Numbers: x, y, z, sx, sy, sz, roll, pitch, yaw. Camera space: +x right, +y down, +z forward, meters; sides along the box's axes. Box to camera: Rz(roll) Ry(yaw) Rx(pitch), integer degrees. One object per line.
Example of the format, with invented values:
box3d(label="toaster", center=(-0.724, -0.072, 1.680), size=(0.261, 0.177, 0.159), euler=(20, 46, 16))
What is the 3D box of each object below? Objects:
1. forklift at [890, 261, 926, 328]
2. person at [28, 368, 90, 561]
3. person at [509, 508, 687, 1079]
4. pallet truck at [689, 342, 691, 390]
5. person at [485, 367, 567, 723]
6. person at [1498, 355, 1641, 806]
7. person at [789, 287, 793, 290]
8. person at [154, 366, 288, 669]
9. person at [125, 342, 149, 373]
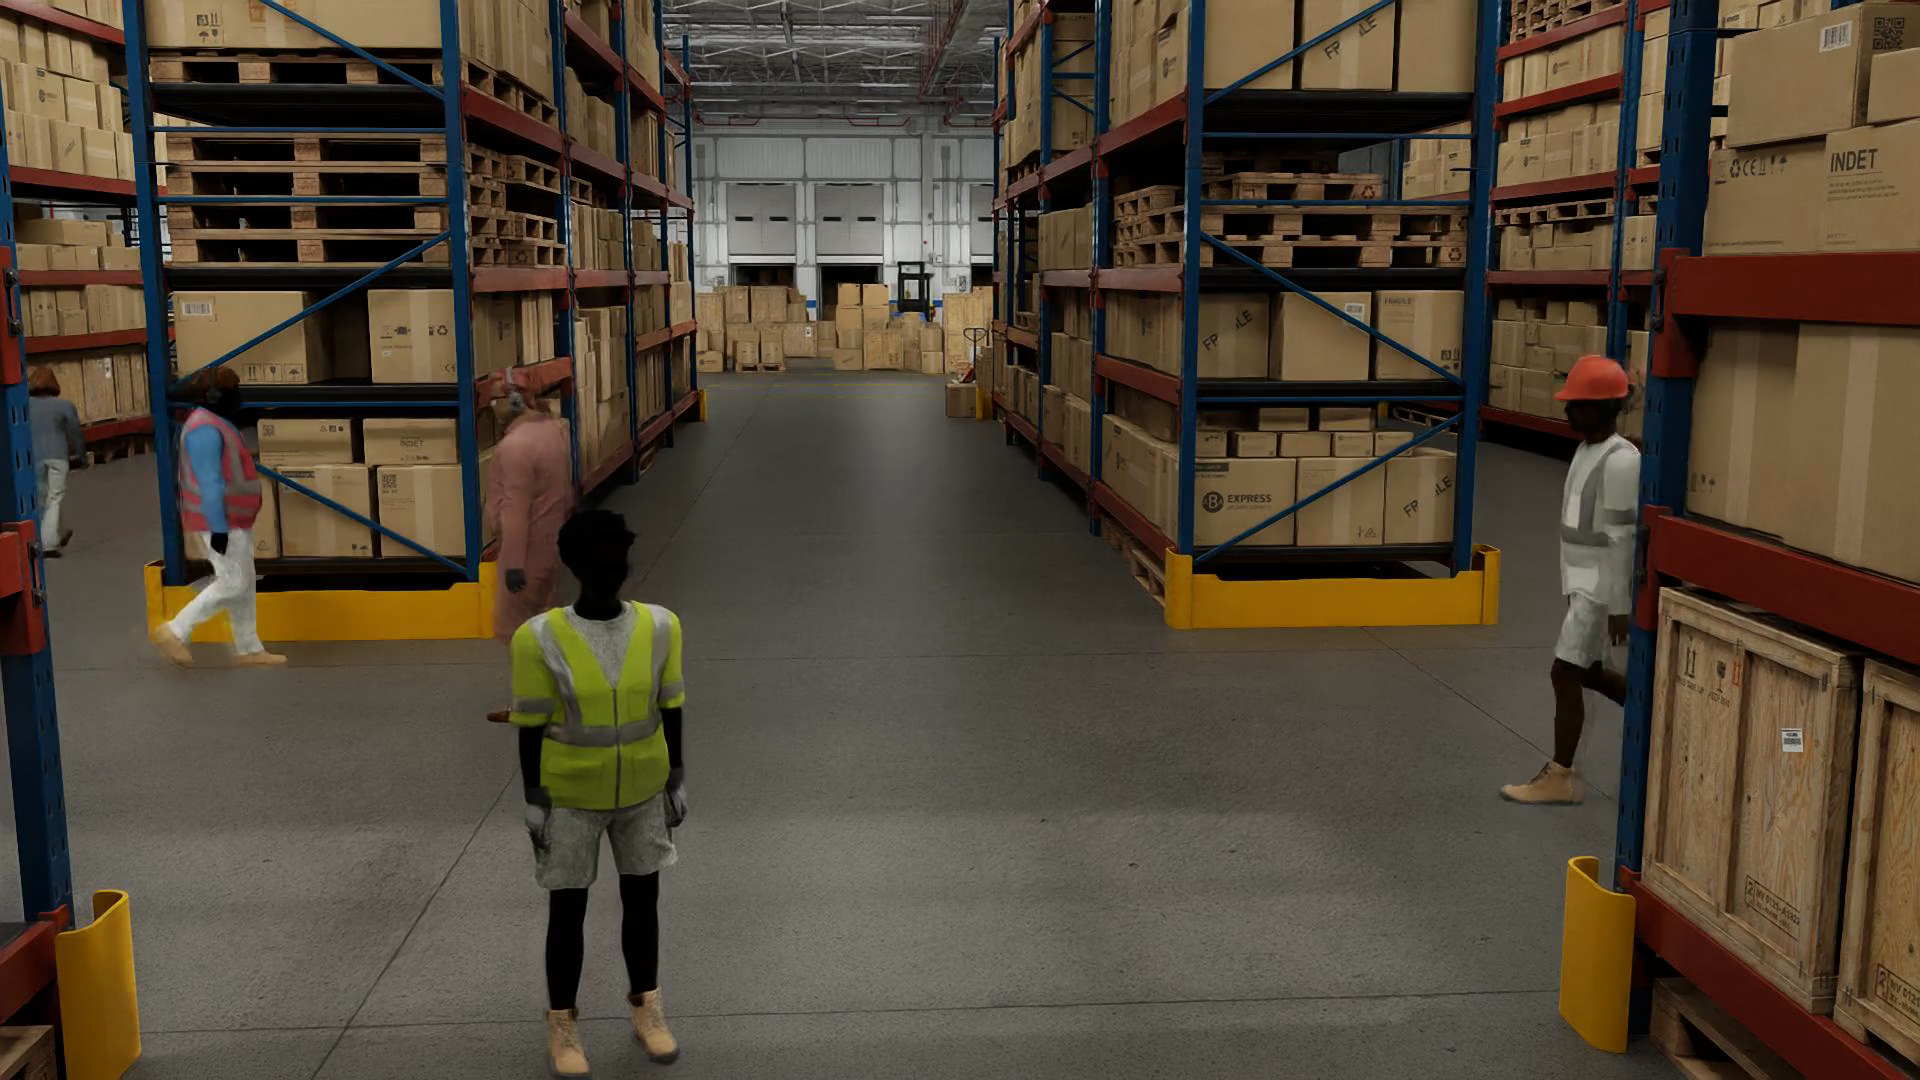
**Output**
box3d(label="forklift", center=(-1.647, -8.063, 56.459), size=(1.129, 2.768, 1.873), euler=(2, 9, 14))
box3d(label="person", center=(-7.619, -0.647, 13.966), size=(0.495, 1.578, 0.882), euler=(-1, 9, -7))
box3d(label="person", center=(-1.054, 0.741, 4.906), size=(0.528, 1.691, 0.318), euler=(-5, 10, -29))
box3d(label="pallet truck", center=(-5.225, -3.008, 27.480), size=(1.885, 1.965, 0.823), euler=(2, 9, 14))
box3d(label="person", center=(-2.187, 0.051, 8.612), size=(0.558, 1.889, 0.668), euler=(0, 9, 3))
box3d(label="person", center=(2.898, 0.195, 7.347), size=(0.850, 2.021, 0.614), euler=(1, 9, 6))
box3d(label="person", center=(-5.967, -7.934, 58.593), size=(0.542, 1.939, 0.361), euler=(-4, 10, -24))
box3d(label="person", center=(-4.382, -0.109, 9.804), size=(0.609, 1.830, 0.640), euler=(-2, 9, -13))
box3d(label="person", center=(-17.728, -4.327, 35.858), size=(0.609, 1.965, 0.362), euler=(1, 9, 5))
